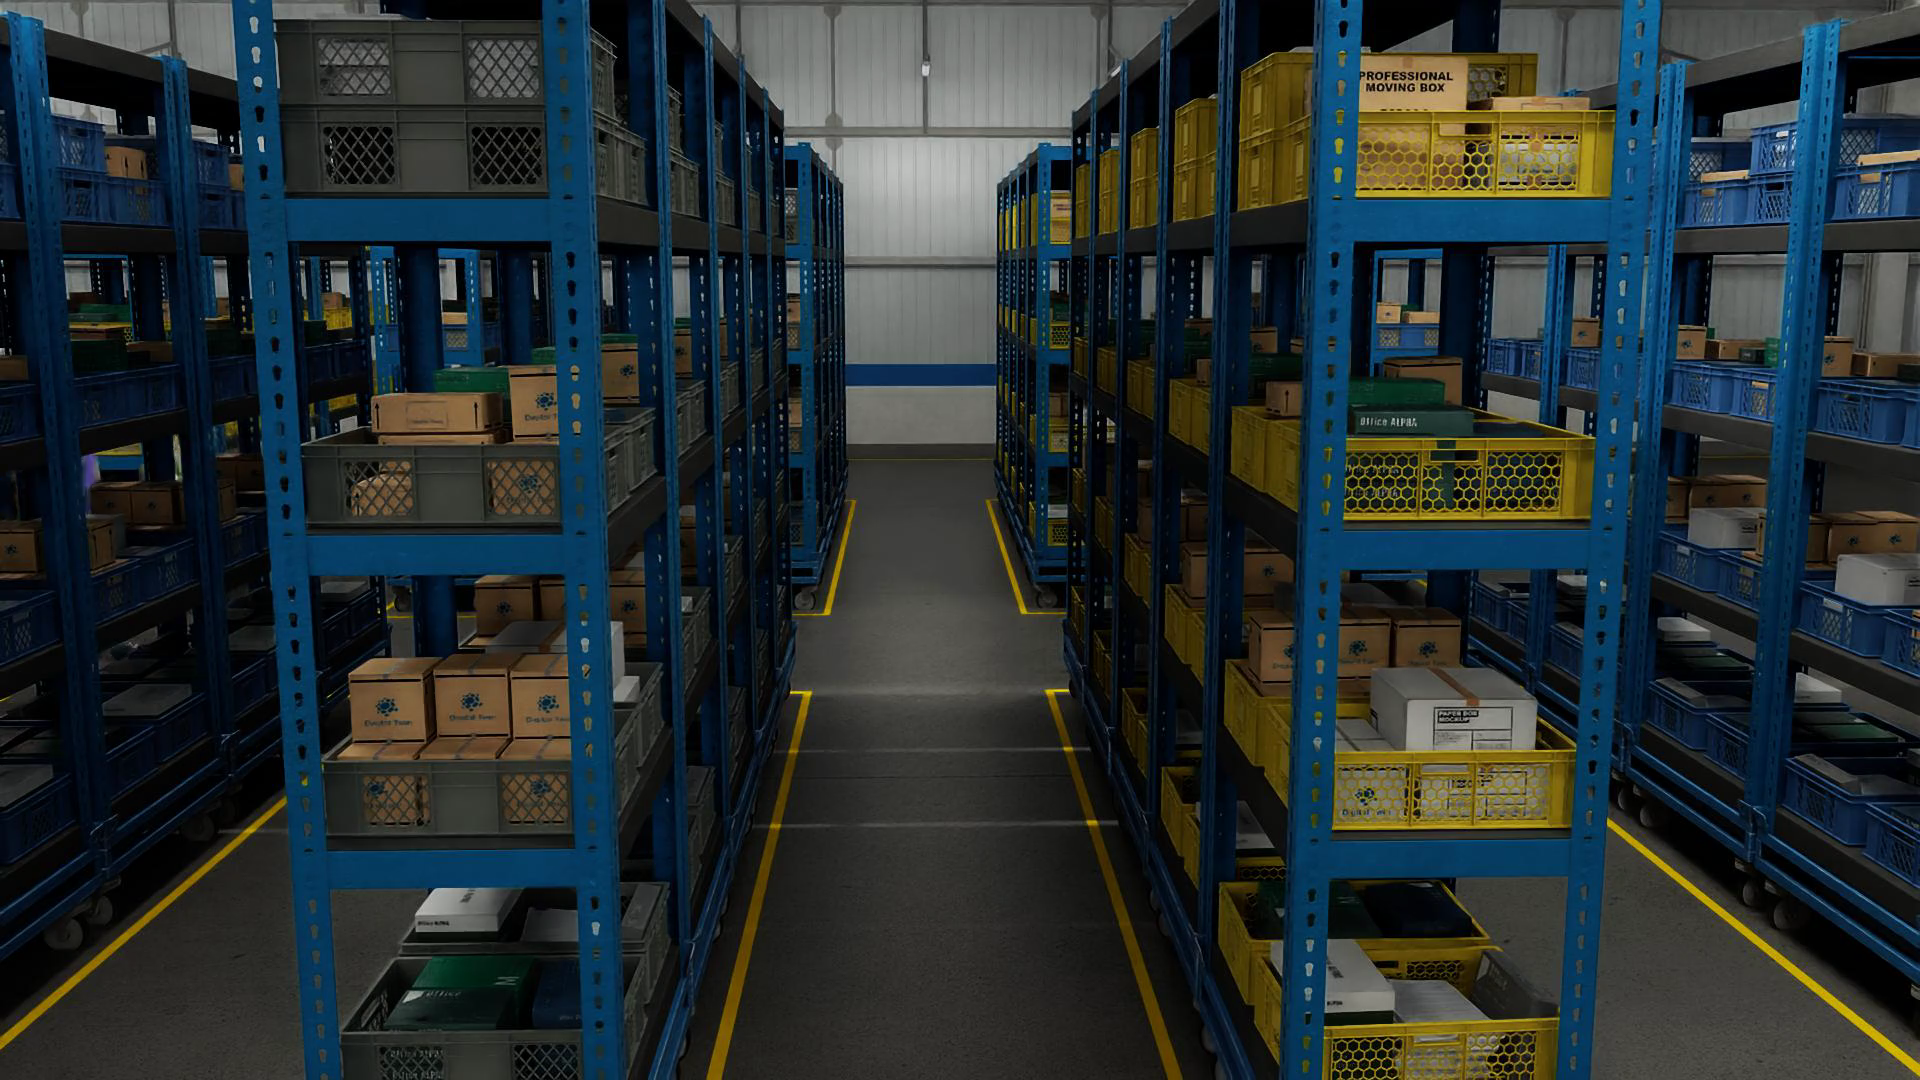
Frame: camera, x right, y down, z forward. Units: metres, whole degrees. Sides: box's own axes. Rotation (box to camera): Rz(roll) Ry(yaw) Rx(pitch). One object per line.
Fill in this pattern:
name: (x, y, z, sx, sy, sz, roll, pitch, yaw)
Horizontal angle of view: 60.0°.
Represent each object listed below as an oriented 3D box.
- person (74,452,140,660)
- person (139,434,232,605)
person: (-6.055, -0.057, 11.348, 1.020, 1.780, 0.568, 1, 9, 5)
person: (-5.977, -0.299, 12.695, 0.578, 1.817, 0.606, -6, 11, -33)
